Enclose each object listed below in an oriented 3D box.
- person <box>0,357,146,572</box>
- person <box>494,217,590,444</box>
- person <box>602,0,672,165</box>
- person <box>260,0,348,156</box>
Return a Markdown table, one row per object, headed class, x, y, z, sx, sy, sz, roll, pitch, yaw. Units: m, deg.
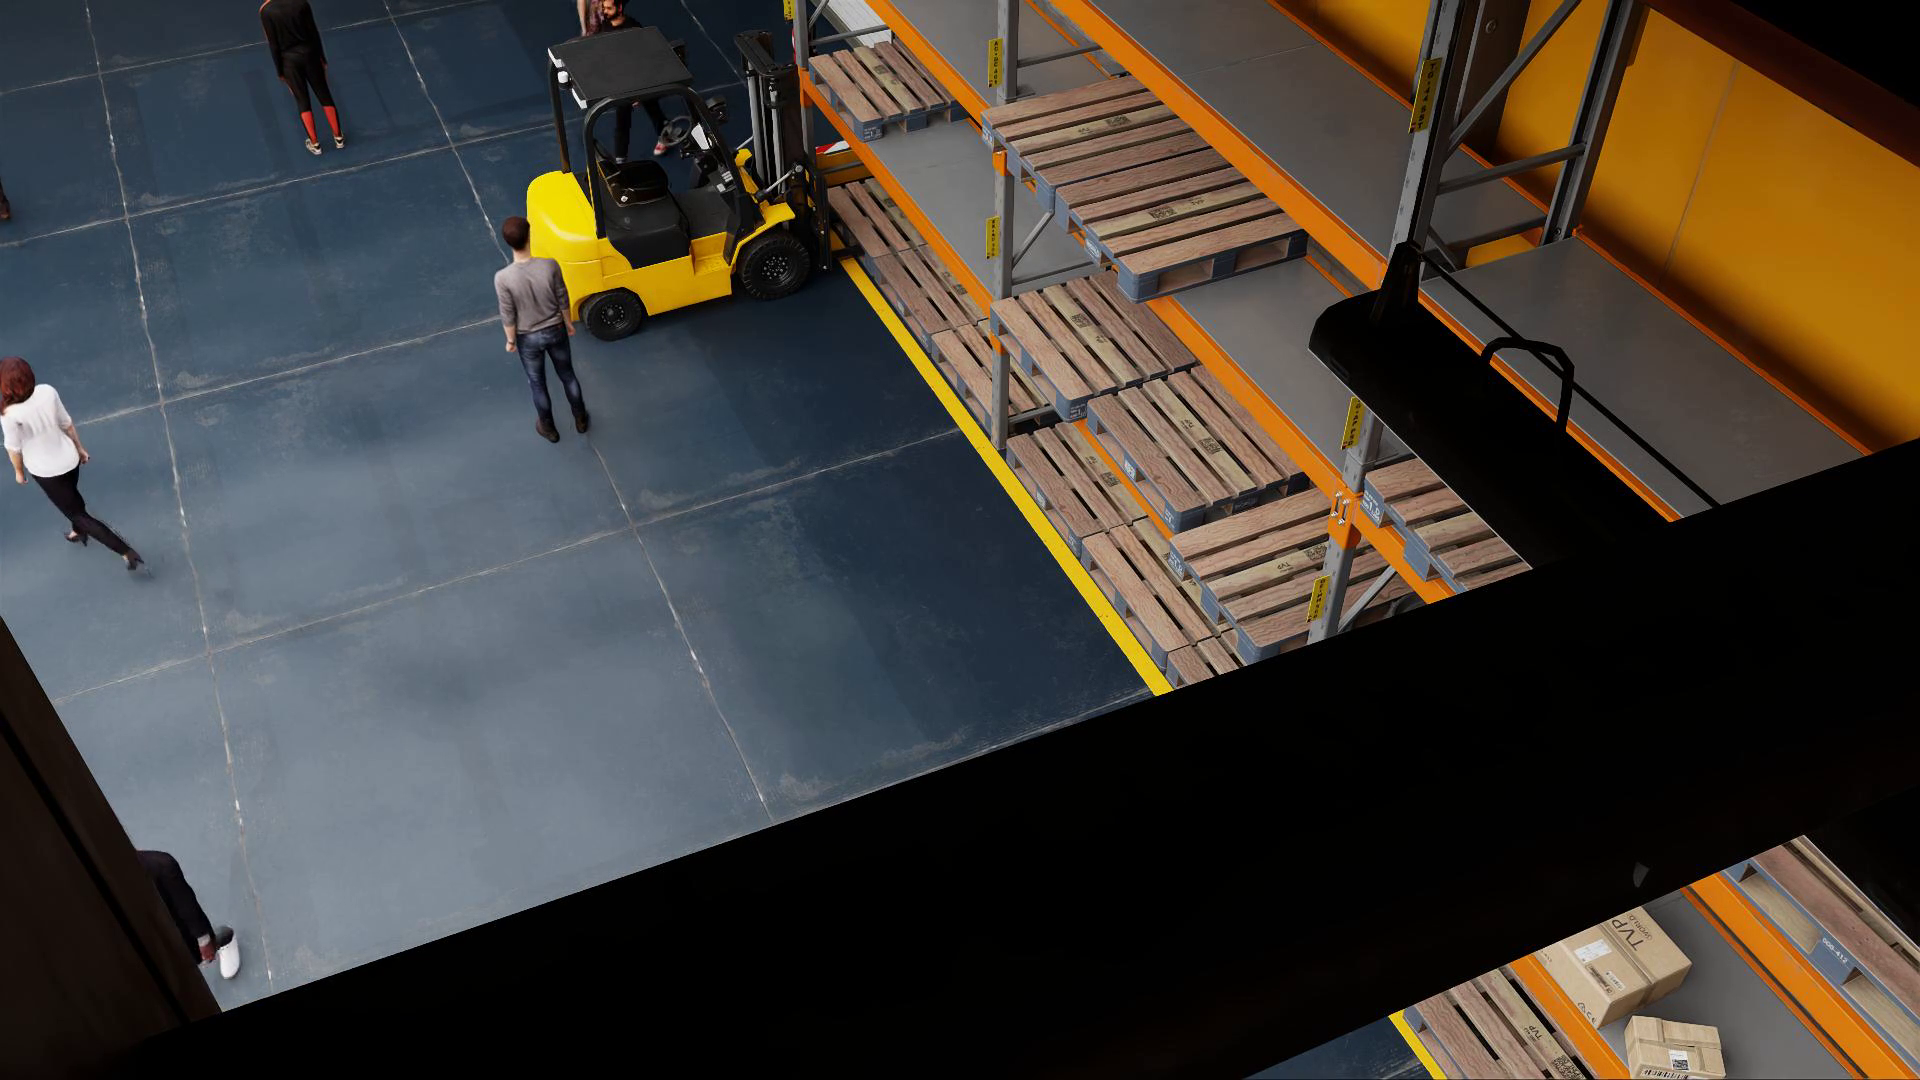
| class | x | y | z | sx | sy | sz | roll | pitch | yaw |
| --- | --- | --- | --- | --- | --- | --- | --- | --- | --- |
| person | -6.116 | -0.458 | 11.391 | 1.141 | 1.760 | 1.062 | 15 | 46 | 15 |
| person | -3.128 | -1.546 | 12.431 | 0.692 | 1.901 | 0.566 | -19 | 47 | -19 |
| person | -2.982 | -4.289 | 15.450 | 1.162 | 1.708 | 1.173 | 17 | 46 | 17 |
| person | -6.182 | -4.491 | 15.590 | 0.624 | 1.808 | 0.536 | -19 | 47 | -19 |
